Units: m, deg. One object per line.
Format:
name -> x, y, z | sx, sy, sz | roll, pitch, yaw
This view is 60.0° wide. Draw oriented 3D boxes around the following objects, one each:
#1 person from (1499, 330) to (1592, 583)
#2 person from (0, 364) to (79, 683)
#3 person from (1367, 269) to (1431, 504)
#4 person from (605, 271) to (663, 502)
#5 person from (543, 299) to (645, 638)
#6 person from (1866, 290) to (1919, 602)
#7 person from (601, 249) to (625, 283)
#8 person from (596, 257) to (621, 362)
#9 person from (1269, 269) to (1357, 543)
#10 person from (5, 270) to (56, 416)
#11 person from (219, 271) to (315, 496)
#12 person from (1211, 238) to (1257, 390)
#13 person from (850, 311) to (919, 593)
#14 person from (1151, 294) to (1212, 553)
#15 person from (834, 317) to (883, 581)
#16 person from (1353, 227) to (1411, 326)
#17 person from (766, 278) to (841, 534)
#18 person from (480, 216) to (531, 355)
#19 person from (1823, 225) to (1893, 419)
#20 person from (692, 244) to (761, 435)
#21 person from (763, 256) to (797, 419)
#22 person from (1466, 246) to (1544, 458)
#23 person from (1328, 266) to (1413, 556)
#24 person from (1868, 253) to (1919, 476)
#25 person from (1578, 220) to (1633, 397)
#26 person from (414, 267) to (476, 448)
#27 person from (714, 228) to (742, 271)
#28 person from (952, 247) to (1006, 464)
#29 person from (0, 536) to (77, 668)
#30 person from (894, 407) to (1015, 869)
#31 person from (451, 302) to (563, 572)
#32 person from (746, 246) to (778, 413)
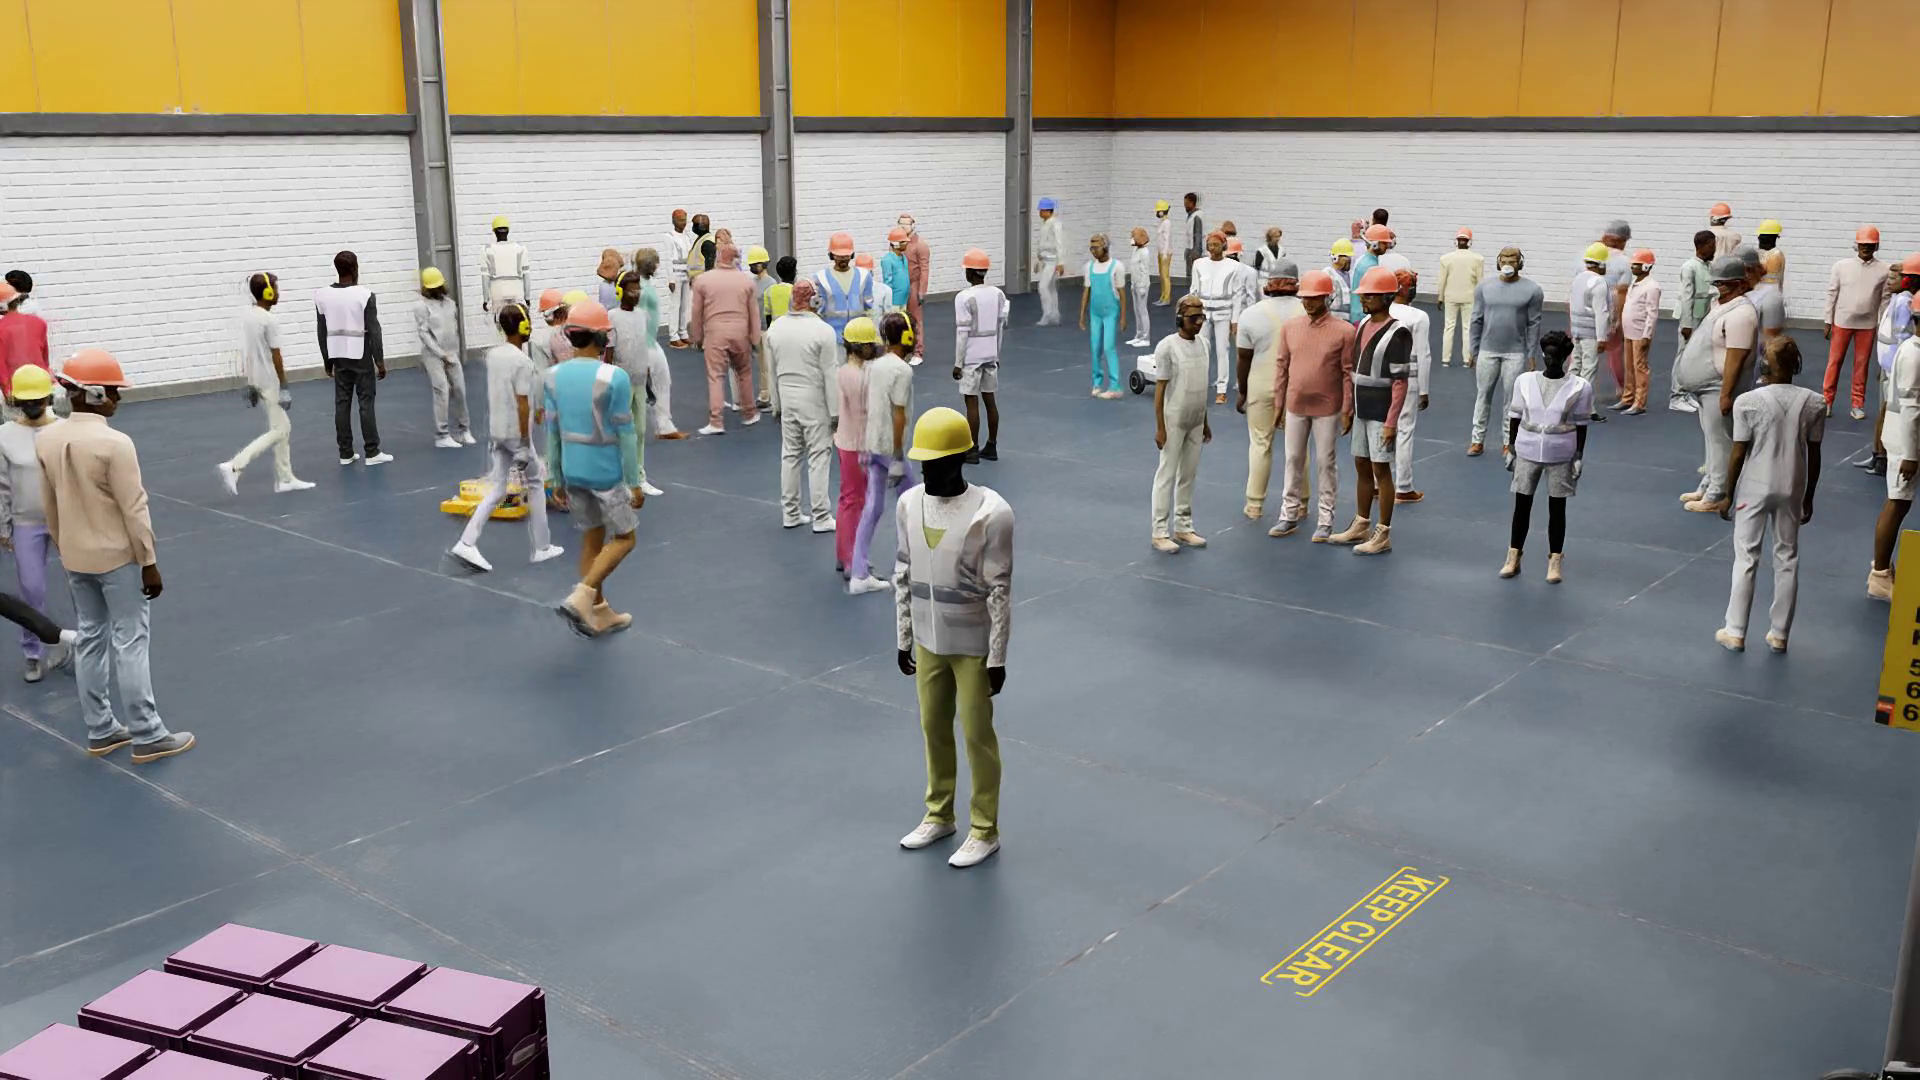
person -> 3.905, -0.558, 11.098 | 0.531, 1.698, 0.320 | 8, 16, 29
person -> -4.991, -0.094, 9.125 | 0.523, 1.758, 0.348 | -7, 16, -25
person -> 3.534, -1.236, 13.433 | 0.353, 1.883, 0.572 | -13, 19, -42
person -> -2.669, -1.250, 13.523 | 0.328, 1.870, 0.510 | 8, 16, 30
person -> -2.169, -0.381, 9.721 | 0.632, 2.028, 0.585 | 8, 16, 29
person -> 6.097, -0.613, 10.623 | 0.378, 2.041, 0.615 | 8, 16, 29
person -> -3.943, -2.507, 19.015 | 0.265, 1.632, 0.508 | -8, 16, -29
person -> -3.742, -2.217, 17.859 | 0.268, 1.631, 0.507 | -1, 14, -5
person -> 2.576, -0.959, 12.161 | 0.616, 1.962, 0.395 | 10, 17, 33
person -> -8.736, -1.697, 15.674 | 0.319, 1.688, 0.539 | -5, 15, -18
person -> -5.738, -1.255, 13.589 | 0.754, 1.852, 0.523 | -13, 19, -42
person -> 3.133, -2.602, 19.177 | 0.567, 1.743, 0.352 | 11, 18, 38
person -> -0.390, -0.570, 10.883 | 0.848, 1.823, 0.526 | -9, 17, -31
person -> 1.595, -0.833, 11.900 | 0.511, 1.844, 0.328 | -11, 18, -36
person -> -0.674, -0.612, 11.175 | 0.329, 1.767, 0.529 | -3, 14, -11
person -> 4.684, -2.512, 18.487 | 0.655, 1.904, 0.407 | 7, 16, 27
person -> -1.127, -1.004, 12.462 | 0.651, 1.904, 0.403 | 10, 17, 34
person -> -5.584, -3.012, 20.451 | 0.594, 1.919, 0.389 | -7, 16, -26
person -> 9.307, -2.255, 17.278 | 0.609, 1.995, 0.378 | 5, 15, 20
person -> -2.327, -2.007, 16.609 | 0.671, 1.855, 0.794 | -4, 14, -14
person -> -1.772, -2.078, 17.174 | 0.541, 1.696, 0.315 | 8, 16, 29
person -> 4.972, -1.715, 15.233 | 0.627, 1.940, 0.371 | 6, 15, 23
person -> 2.922, -0.910, 11.803 | 0.377, 2.045, 0.605 | -4, 15, -17
person -> 8.185, -1.512, 14.424 | 0.358, 1.937, 0.548 | 6, 15, 22
person -> 7.168, -2.544, 18.339 | 0.988, 2.000, 0.688 | -11, 18, -36
person -> -4.836, -1.710, 15.682 | 0.439, 1.706, 0.534 | 9, 16, 31
person -> -3.196, -3.384, 22.510 | 0.517, 1.639, 0.313 | 3, 14, 13
person -> 0.150, -1.652, 14.978 | 0.545, 1.942, 0.350 | -13, 19, -41
person -> -5.324, -0.114, 9.044 | 0.783, 1.843, 0.522 | -5, 15, -20
person -> -0.043, 0.401, 6.834 | 0.582, 1.919, 0.395 | 10, 17, 35
person -> -3.135, -0.699, 11.403 | 0.515, 1.837, 0.838 | 9, 17, 33
person -> -2.101, -2.229, 17.664 | 0.340, 1.760, 0.531 | -10, 17, -34
